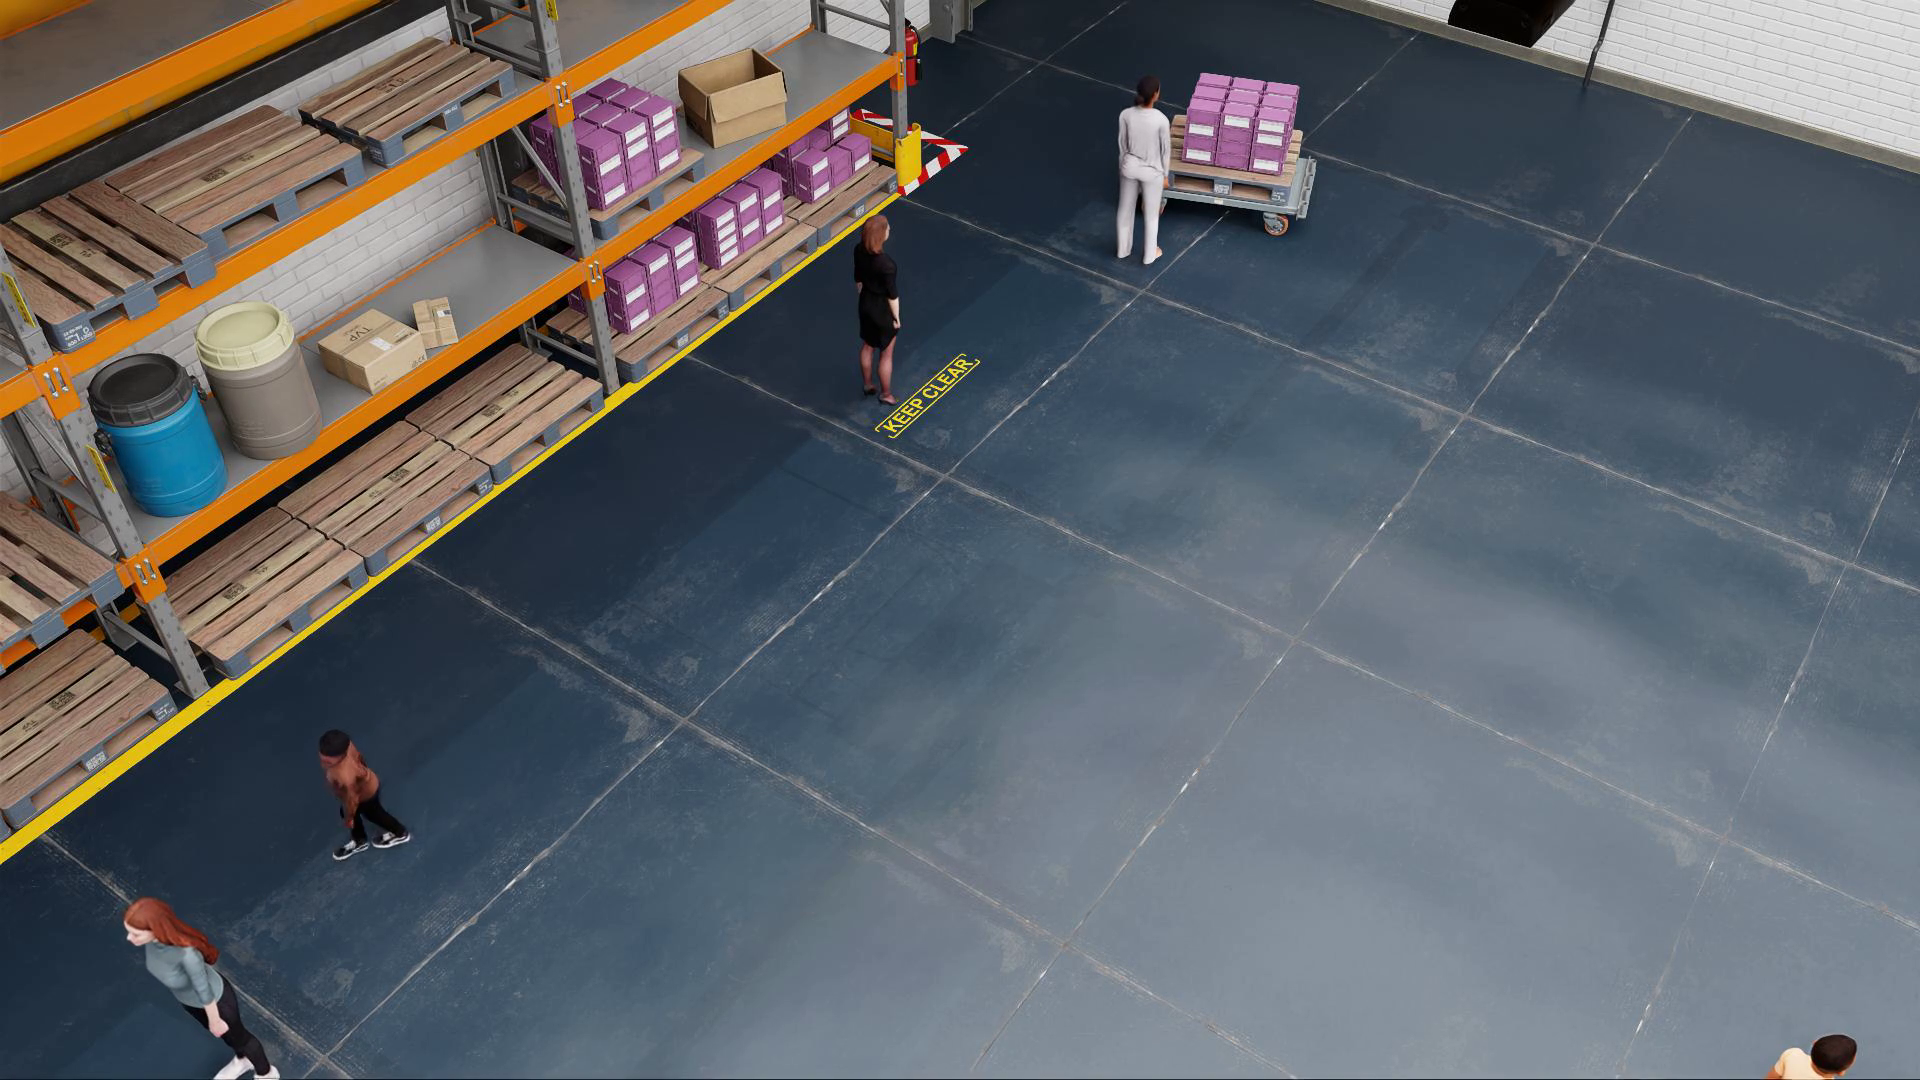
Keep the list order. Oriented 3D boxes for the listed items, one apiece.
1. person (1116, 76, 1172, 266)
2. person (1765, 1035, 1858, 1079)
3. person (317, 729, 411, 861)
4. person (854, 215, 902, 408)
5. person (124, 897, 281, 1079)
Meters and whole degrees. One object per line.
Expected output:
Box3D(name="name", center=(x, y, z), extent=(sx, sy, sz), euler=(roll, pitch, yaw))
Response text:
Box3D(name="person", center=(1.582, -3.204, 14.431), extent=(0.670, 1.738, 0.593), euler=(18, 47, 18))
Box3D(name="person", center=(4.110, 2.874, 8.253), extent=(0.602, 1.461, 0.593), euler=(-23, 48, -22))
Box3D(name="person", center=(-3.542, 1.475, 9.895), extent=(0.790, 1.221, 0.708), euler=(-13, 45, -13))
Box3D(name="person", center=(-0.645, -1.781, 12.963), extent=(0.562, 1.704, 0.625), euler=(-34, 53, -30))
Box3D(name="person", center=(-3.908, 2.358, 8.591), extent=(0.569, 1.741, 0.525), euler=(28, 50, 26))
